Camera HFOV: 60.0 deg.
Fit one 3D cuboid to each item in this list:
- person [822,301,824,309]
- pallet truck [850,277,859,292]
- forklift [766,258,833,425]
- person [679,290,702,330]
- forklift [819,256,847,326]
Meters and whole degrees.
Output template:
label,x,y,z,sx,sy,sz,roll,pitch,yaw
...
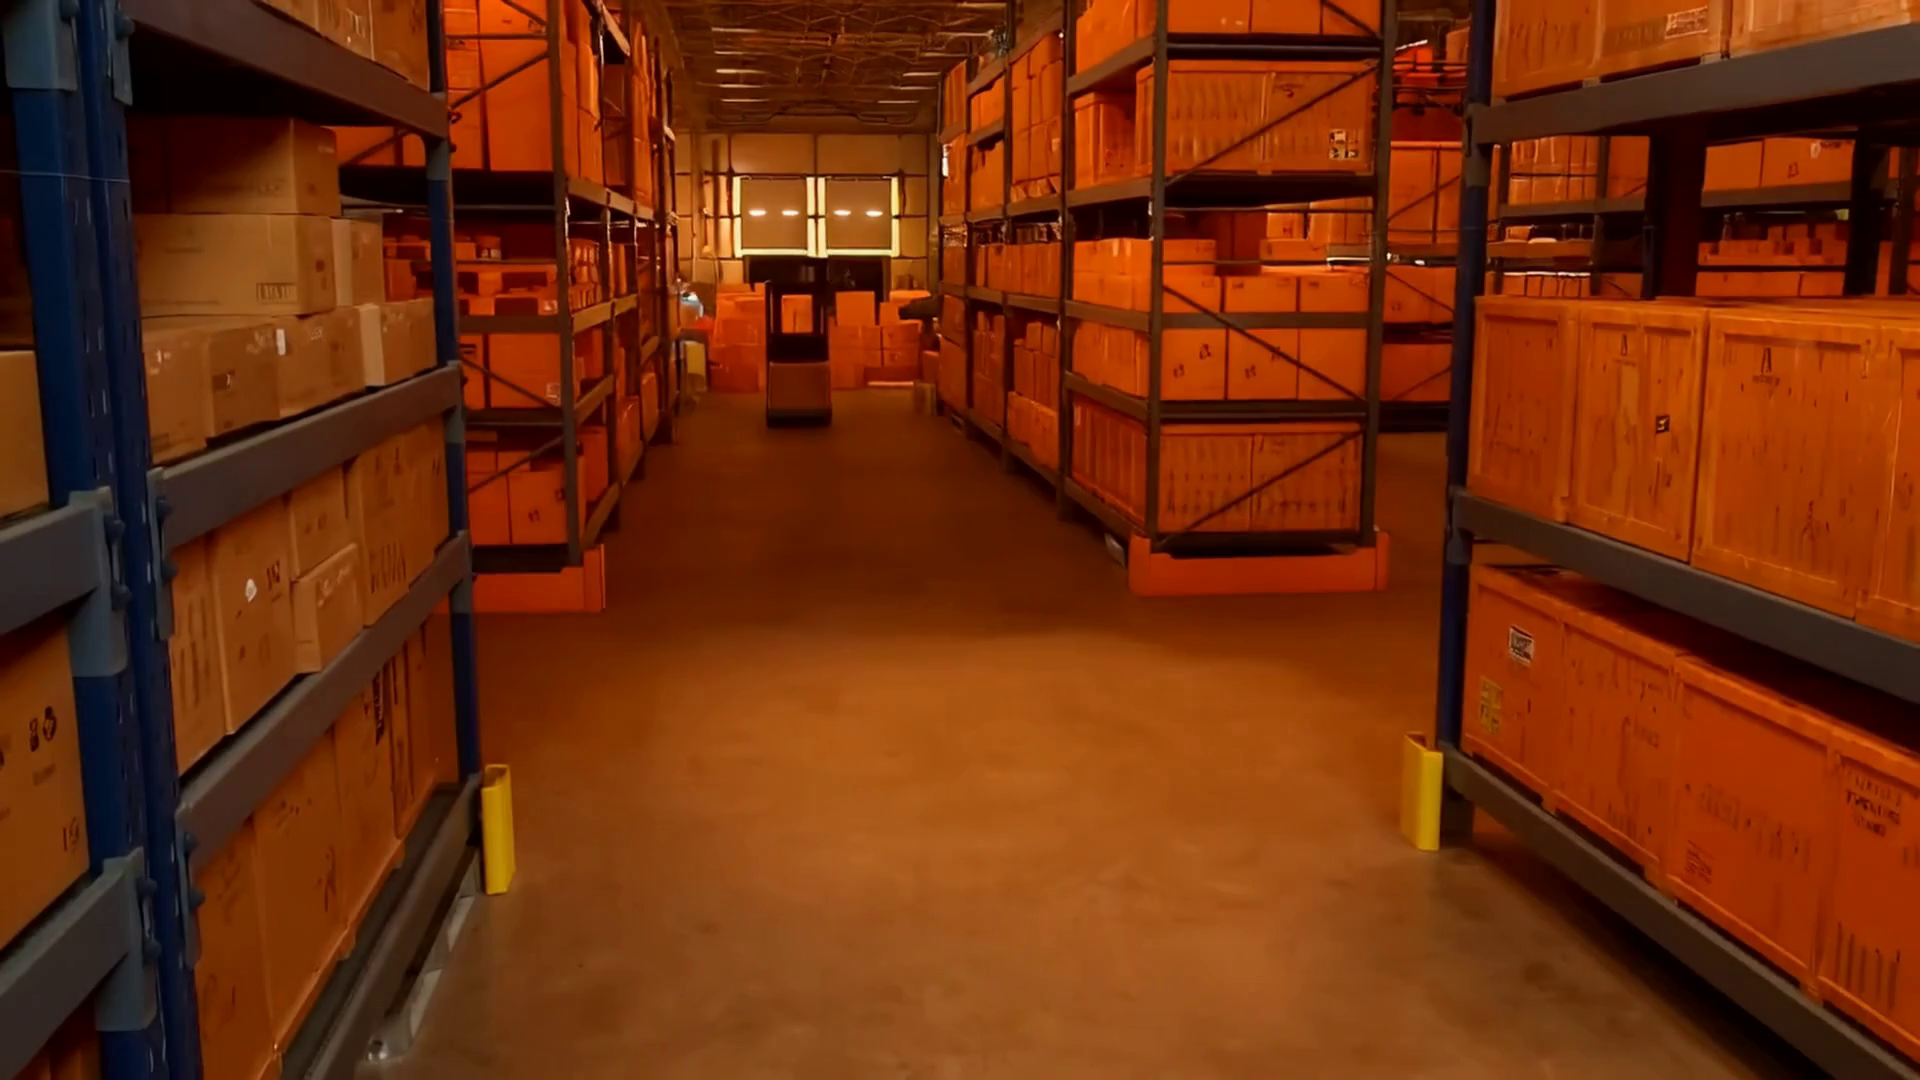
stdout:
label,x,y,z,sx,sy,sz,roll,pitch,yaw
person,-3.509,-4.723,38.980,0.941,1.891,0.592,0,10,0
pallet truck,-3.782,-9.391,65.808,1.885,1.965,0.823,2,10,10
forklift,-2.789,-3.434,28.559,1.129,2.768,1.873,-1,10,-7
person,-7.369,-5.876,45.517,0.630,1.940,0.372,-1,10,-7
forklift,-4.357,-8.382,57.366,1.129,2.768,1.873,-6,12,-33
